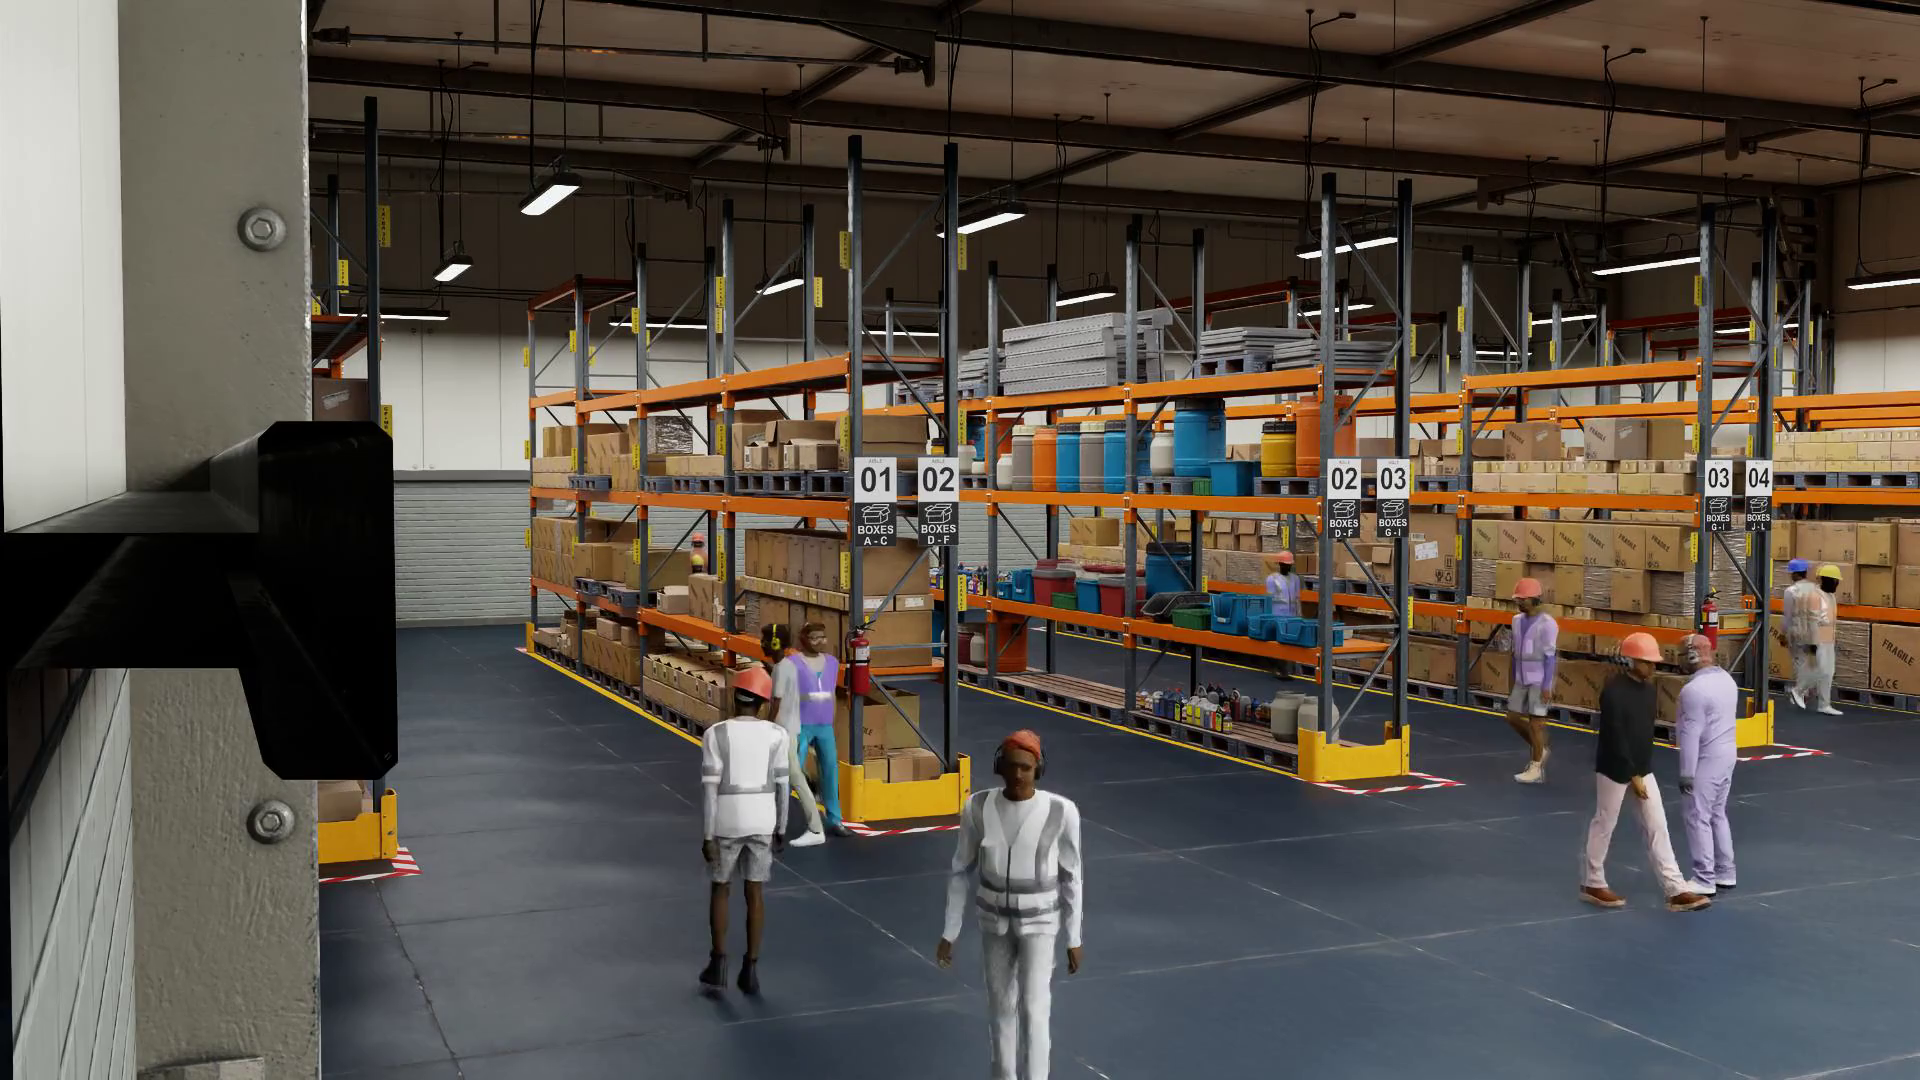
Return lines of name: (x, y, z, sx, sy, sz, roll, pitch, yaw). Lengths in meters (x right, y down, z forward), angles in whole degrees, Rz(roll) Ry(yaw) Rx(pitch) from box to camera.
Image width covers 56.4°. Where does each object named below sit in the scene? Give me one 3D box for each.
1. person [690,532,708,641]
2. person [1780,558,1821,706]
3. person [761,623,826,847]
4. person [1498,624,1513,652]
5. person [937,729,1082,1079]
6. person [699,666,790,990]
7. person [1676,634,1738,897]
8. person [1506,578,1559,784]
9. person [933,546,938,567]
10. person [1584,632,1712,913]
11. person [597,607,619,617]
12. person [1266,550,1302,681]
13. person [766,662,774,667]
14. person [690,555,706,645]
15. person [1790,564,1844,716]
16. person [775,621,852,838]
person: (-4.750, 0.848, 32.336, 0.622, 1.972, 0.775, 0, 2, -12)
person: (11.033, 1.204, 23.545, 0.644, 1.928, 0.463, -1, 2, -23)
person: (-1.533, 1.603, 14.649, 0.944, 1.819, 0.521, 0, 2, -8)
person: (8.172, 1.171, 26.424, 0.639, 1.779, 0.884, -1, 2, -22)
person: (0.201, 1.821, 8.286, 0.659, 1.868, 0.629, 1, 2, 22)
person: (-1.282, 1.713, 10.745, 0.562, 1.890, 0.542, -1, 2, -20)
person: (5.407, 1.631, 13.021, 0.669, 1.887, 0.411, -2, 3, -45)
person: (5.644, 1.381, 17.685, 0.488, 2.026, 0.618, -1, 2, -25)
person: (-0.371, 0.758, 34.501, 0.406, 1.987, 0.615, 1, 2, 24)
person: (4.740, 1.621, 12.447, 0.599, 1.942, 0.969, -1, 3, -30)
person: (-6.231, 0.899, 31.576, 0.525, 1.926, 0.635, 0, 2, 12)
person: (4.770, 1.109, 26.238, 0.542, 1.922, 0.422, -1, 2, -27)
person: (-2.854, 1.089, 27.132, 0.753, 1.891, 0.702, 2, 3, 41)
person: (-4.045, 1.126, 27.427, 0.621, 1.779, 0.916, -1, 2, -24)
person: (10.869, 1.251, 22.631, 0.605, 1.903, 0.511, -2, 3, -39)
person: (-1.291, 1.582, 15.279, 0.582, 1.803, 0.908, -2, 3, -37)
